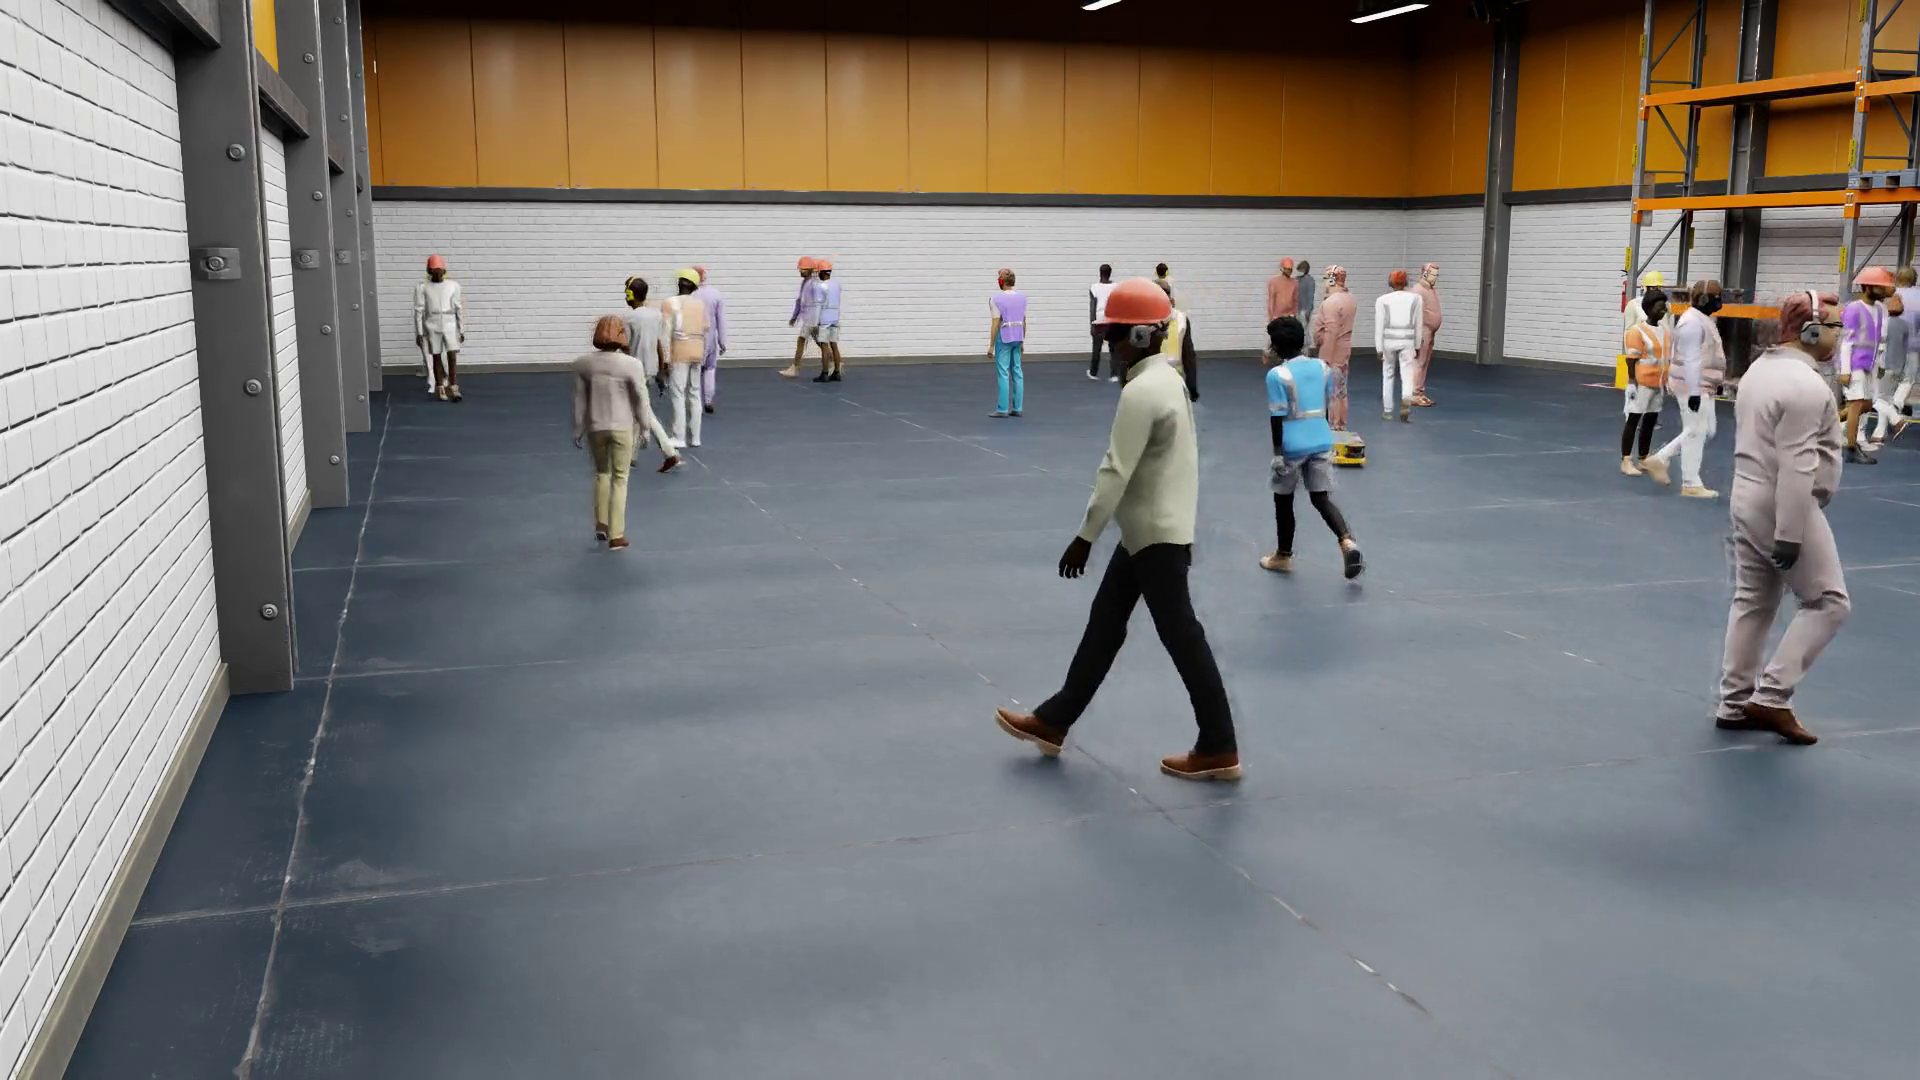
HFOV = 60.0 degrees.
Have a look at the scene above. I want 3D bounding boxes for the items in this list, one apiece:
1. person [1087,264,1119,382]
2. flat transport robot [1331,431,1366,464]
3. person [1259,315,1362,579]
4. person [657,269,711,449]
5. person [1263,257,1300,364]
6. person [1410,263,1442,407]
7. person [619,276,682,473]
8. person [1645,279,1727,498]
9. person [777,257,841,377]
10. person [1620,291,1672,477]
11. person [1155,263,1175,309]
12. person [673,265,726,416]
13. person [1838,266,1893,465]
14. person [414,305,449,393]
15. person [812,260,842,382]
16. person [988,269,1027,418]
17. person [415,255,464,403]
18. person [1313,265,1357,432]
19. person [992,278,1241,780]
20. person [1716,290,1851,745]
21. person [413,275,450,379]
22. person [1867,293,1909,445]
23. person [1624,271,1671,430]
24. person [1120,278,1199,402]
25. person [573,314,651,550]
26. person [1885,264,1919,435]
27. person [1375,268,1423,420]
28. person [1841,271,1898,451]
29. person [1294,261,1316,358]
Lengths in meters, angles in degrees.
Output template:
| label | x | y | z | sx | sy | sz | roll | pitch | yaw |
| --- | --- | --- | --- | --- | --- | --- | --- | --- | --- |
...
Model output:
| label | x | y | z | sx | sy | sz | roll | pitch | yaw |
| --- | --- | --- | --- | --- | --- | --- | --- | --- | --- |
| person | 2.325 | -3.458 | 26.526 | 0.612 | 1.859 | 1.039 | -3 | 10 | -14 |
| flat transport robot | 3.628 | -0.929 | 16.480 | 0.652 | 0.197 | 1.431 | 1 | 10 | 8 |
| person | 2.169 | -0.566 | 10.356 | 0.564 | 1.659 | 0.742 | -5 | 11 | -28 |
| person | -2.929 | -1.898 | 17.457 | 0.442 | 1.874 | 0.757 | 9 | 13 | 42 |
| person | 5.714 | -4.041 | 29.584 | 0.621 | 1.972 | 0.832 | -2 | 10 | -12 |
| person | 6.230 | -2.740 | 22.257 | 0.407 | 1.902 | 0.639 | 5 | 11 | 28 |
| person | -2.956 | -1.539 | 15.519 | 0.951 | 1.833 | 0.533 | 6 | 11 | 30 |
| person | 6.117 | -1.266 | 13.939 | 0.534 | 1.830 | 0.637 | 6 | 12 | 32 |
| person | -2.448 | -3.663 | 27.389 | 1.098 | 1.990 | 0.620 | -3 | 10 | -18 |
| person | 6.308 | -1.430 | 15.257 | 0.540 | 1.695 | 0.317 | -5 | 11 | -28 |
| person | 3.511 | -3.886 | 28.979 | 0.508 | 1.872 | 0.329 | 3 | 10 | 15 |
| person | -3.293 | -2.501 | 20.886 | 0.678 | 1.887 | 0.540 | -2 | 10 | -13 |
| person | 8.695 | -1.705 | 16.229 | 0.554 | 1.921 | 0.653 | -6 | 12 | -33 |
| person | -7.728 | -2.976 | 24.437 | 0.526 | 1.626 | 0.552 | -2 | 10 | -10 |
| person | -2.123 | -3.460 | 26.341 | 0.383 | 1.930 | 0.560 | 8 | 12 | 38 |
| person | 0.594 | -2.428 | 20.604 | 0.564 | 1.846 | 0.390 | -8 | 13 | -39 |
| person | -7.071 | -2.862 | 22.650 | 0.643 | 2.001 | 0.964 | -4 | 11 | -23 |
| person | 3.965 | -1.963 | 17.736 | 0.409 | 1.907 | 0.651 | 6 | 11 | 30 |
| person | 0.639 | -0.036 | 6.465 | 1.034 | 1.933 | 0.607 | 2 | 10 | 11 |
| person | 3.469 | -0.092 | 6.974 | 0.488 | 1.890 | 0.650 | 1 | 10 | 3 |
| person | -8.571 | -3.475 | 27.000 | 0.794 | 1.736 | 0.531 | 4 | 11 | 22 |
| person | 9.853 | -1.796 | 17.589 | 0.525 | 1.616 | 0.506 | -4 | 11 | -23 |
| person | 7.964 | -2.187 | 19.248 | 0.590 | 1.833 | 0.404 | -3 | 10 | -15 |
| person | 1.739 | -1.316 | 14.245 | 0.641 | 1.816 | 0.747 | -3 | 10 | -17 |
| person | -2.406 | -0.744 | 11.516 | 0.531 | 1.617 | 0.411 | 2 | 10 | 10 |
| person | 10.421 | -2.100 | 18.501 | 0.640 | 1.923 | 0.651 | 8 | 13 | 38 |
| person | 5.332 | -2.366 | 20.221 | 0.578 | 1.862 | 0.802 | 2 | 10 | 9 |
| person | 9.341 | -1.836 | 17.152 | 0.615 | 1.863 | 0.484 | -9 | 13 | -43 |
| person | 6.499 | -4.338 | 31.529 | 0.475 | 1.895 | 0.736 | -4 | 10 | -20 |
